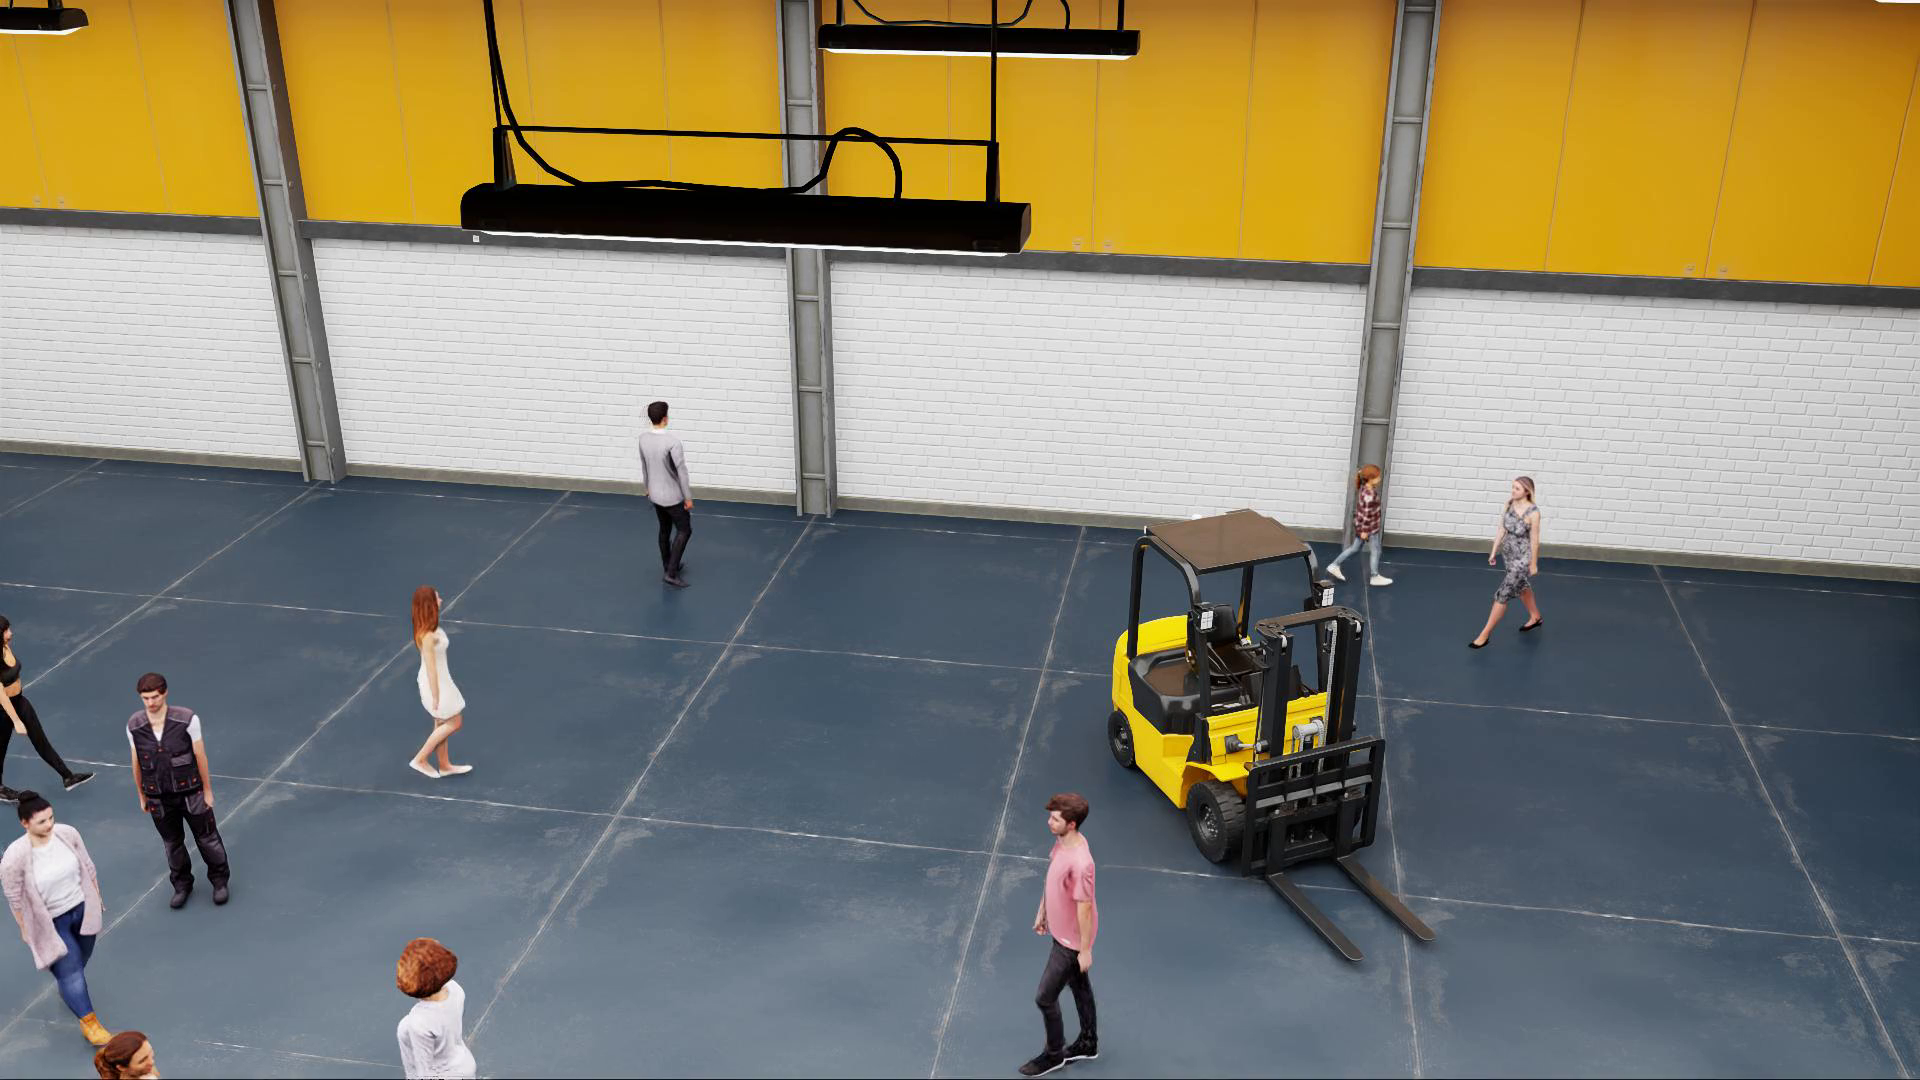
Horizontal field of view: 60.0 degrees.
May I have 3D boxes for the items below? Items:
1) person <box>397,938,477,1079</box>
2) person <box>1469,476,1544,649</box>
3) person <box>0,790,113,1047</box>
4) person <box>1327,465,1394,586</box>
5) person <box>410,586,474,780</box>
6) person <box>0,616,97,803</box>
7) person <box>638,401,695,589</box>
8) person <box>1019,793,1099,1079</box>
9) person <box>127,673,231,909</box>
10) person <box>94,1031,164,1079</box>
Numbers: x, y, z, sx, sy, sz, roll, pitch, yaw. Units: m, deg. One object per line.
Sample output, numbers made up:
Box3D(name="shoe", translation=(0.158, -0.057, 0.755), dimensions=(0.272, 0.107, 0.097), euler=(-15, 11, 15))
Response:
Box3D(name="person", translation=(-2.735, 2.976, 9.116), dimensions=(0.736, 1.686, 0.692), euler=(6, 24, 14))
Box3D(name="person", translation=(5.272, 0.195, 15.524), dimensions=(1.210, 1.650, 0.987), euler=(-9, 25, -19))
Box3D(name="person", translation=(-5.743, 2.334, 10.541), dimensions=(1.053, 1.723, 0.889), euler=(13, 27, 27))
Box3D(name="person", translation=(4.030, -0.148, 16.756), dimensions=(0.884, 1.291, 0.557), euler=(3, 24, 6))
Box3D(name="person", translation=(-4.268, 1.164, 13.246), dimensions=(0.821, 1.699, 0.729), euler=(-8, 25, -19))
Box3D(name="person", translation=(-7.506, 1.337, 12.960), dimensions=(1.071, 1.610, 0.731), euler=(-2, 24, -4))
Box3D(name="person", translation=(-2.965, -0.461, 16.669), dimensions=(0.908, 1.936, 0.993), euler=(15, 28, 31))
Box3D(name="person", translation=(0.772, 2.391, 10.136), dimensions=(0.875, 1.943, 0.800), euler=(-4, 24, -9))
Box3D(name="person", translation=(-5.522, 1.747, 11.730), dimensions=(0.643, 1.846, 0.782), euler=(-5, 24, -11))
Box3D(name="person", translation=(-4.218, 3.219, 8.460), dimensions=(0.799, 1.768, 0.695), euler=(-2, 24, -5))
